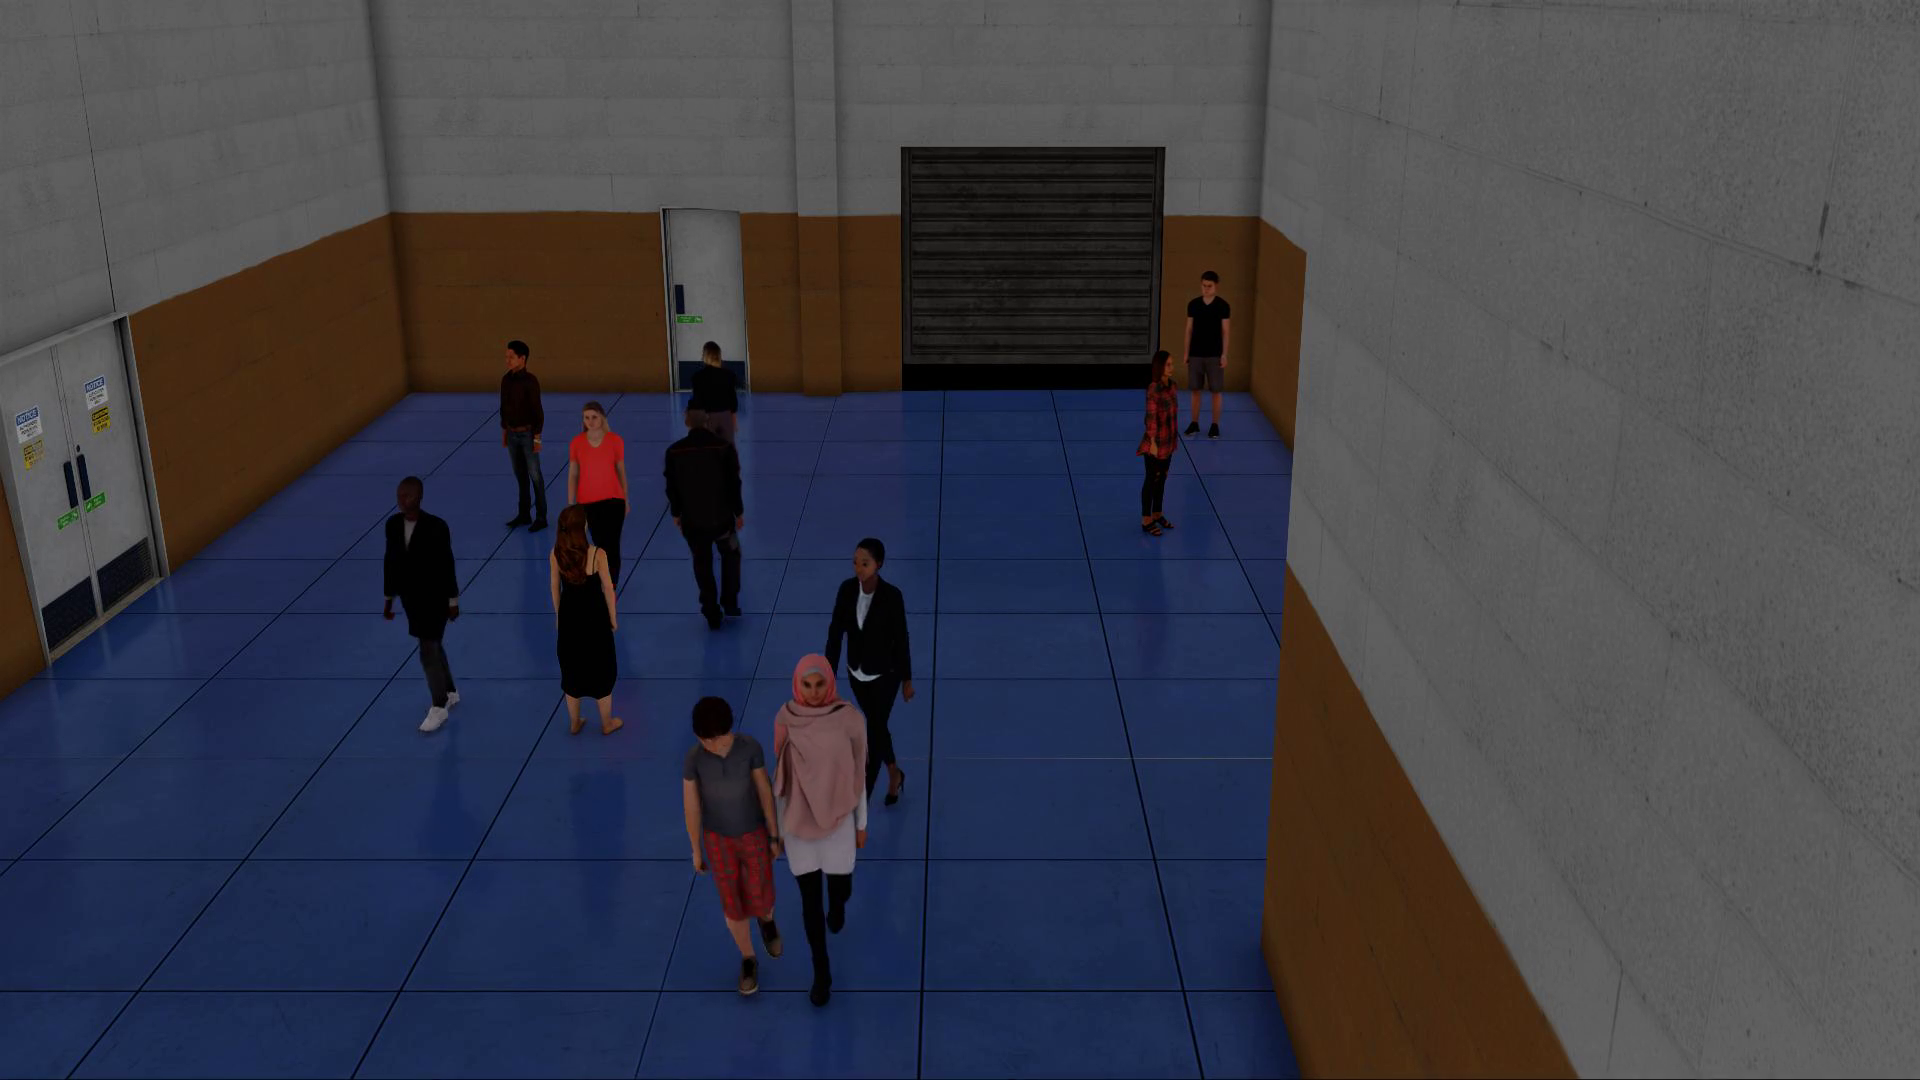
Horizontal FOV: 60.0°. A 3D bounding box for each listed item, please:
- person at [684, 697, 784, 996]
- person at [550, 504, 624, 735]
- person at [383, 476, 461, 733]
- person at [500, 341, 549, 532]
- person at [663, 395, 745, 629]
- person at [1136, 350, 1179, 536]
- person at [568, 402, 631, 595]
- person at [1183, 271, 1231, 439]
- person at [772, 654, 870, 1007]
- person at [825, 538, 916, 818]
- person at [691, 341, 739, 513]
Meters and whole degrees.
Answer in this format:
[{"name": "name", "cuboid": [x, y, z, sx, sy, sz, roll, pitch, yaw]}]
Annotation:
[{"name": "person", "cuboid": [-1.133, 1.474, 8.359, 0.720, 1.620, 0.687, -4, 19, -12]}, {"name": "person", "cuboid": [-2.531, 0.534, 11.160, 0.520, 1.625, 0.642, 1, 19, 4]}, {"name": "person", "cuboid": [-3.603, 0.382, 11.426, 0.870, 1.742, 0.885, 9, 21, 25]}, {"name": "person", "cuboid": [-4.029, -0.972, 15.379, 0.656, 1.782, 0.779, 11, 22, 30]}, {"name": "person", "cuboid": [-1.972, -0.190, 12.918, 0.560, 1.850, 0.827, 1, 19, 3]}, {"name": "person", "cuboid": [1.835, -0.908, 15.313, 0.725, 1.704, 0.700, 12, 22, 32]}, {"name": "person", "cuboid": [-2.924, -0.310, 13.624, 0.996, 1.650, 0.684, -1, 19, -2]}, {"name": "person", "cuboid": [2.766, -2.082, 18.548, 0.681, 1.860, 0.807, 9, 21, 25]}, {"name": "person", "cuboid": [-0.701, 1.396, 8.350, 0.868, 1.787, 0.688, 0, 19, -1]}, {"name": "person", "cuboid": [-0.472, 0.840, 9.984, 1.108, 1.796, 1.021, 11, 21, 29]}, {"name": "person", "cuboid": [-2.282, -1.023, 15.766, 1.054, 1.632, 0.909, -7, 20, -20]}]
